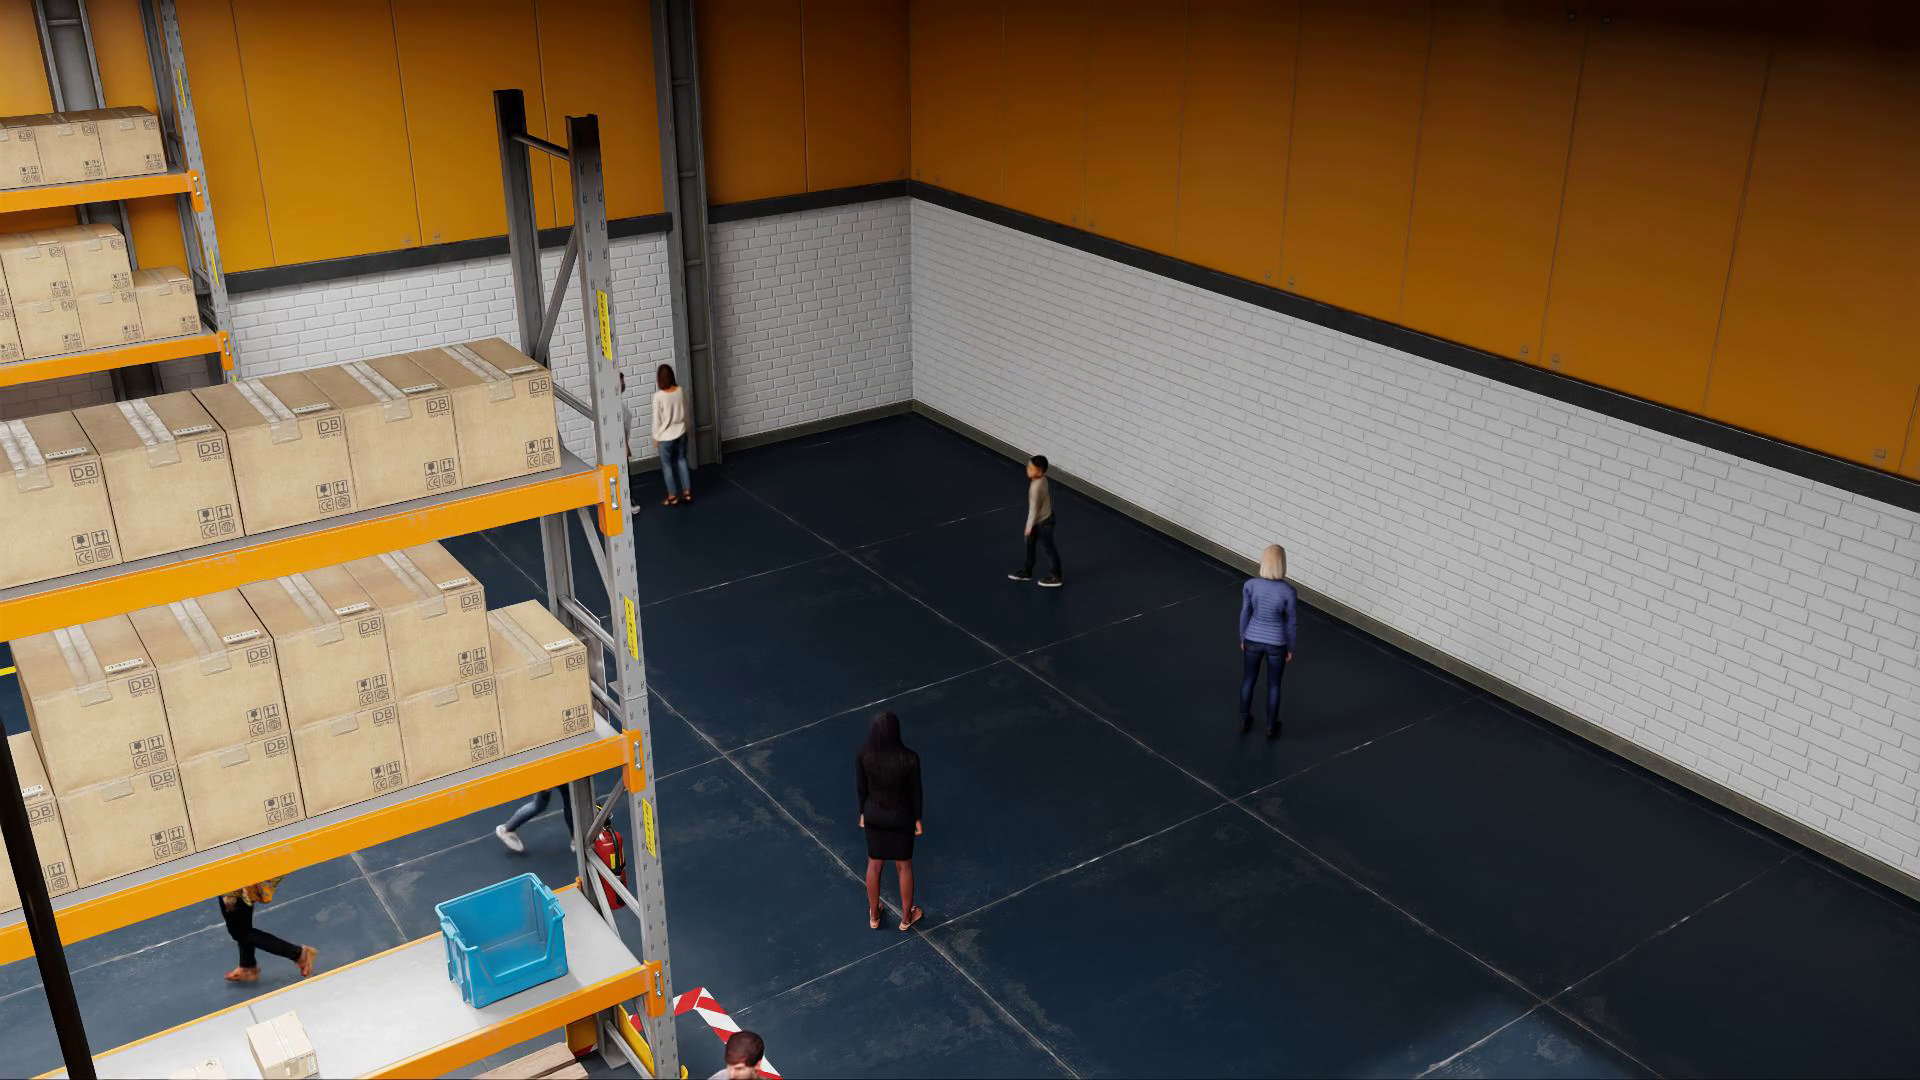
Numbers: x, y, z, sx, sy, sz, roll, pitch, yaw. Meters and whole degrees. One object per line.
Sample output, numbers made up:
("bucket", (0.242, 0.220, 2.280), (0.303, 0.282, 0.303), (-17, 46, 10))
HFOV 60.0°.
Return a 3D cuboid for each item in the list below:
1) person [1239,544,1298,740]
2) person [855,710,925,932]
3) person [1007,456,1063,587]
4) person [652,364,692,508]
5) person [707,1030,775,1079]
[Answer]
("person", (2.573, 0.846, 14.002), (0.720, 1.743, 0.730), (9, 25, 21))
("person", (-0.490, 1.932, 11.545), (0.672, 1.721, 0.727), (5, 24, 10))
("person", (0.868, -0.190, 16.755), (0.897, 1.437, 0.805), (4, 24, 9))
("person", (-3.238, -1.179, 18.705), (0.724, 1.686, 0.557), (21, 31, 40))
("person", (-1.057, 3.234, 8.413), (0.734, 1.843, 0.758), (7, 25, 16))
